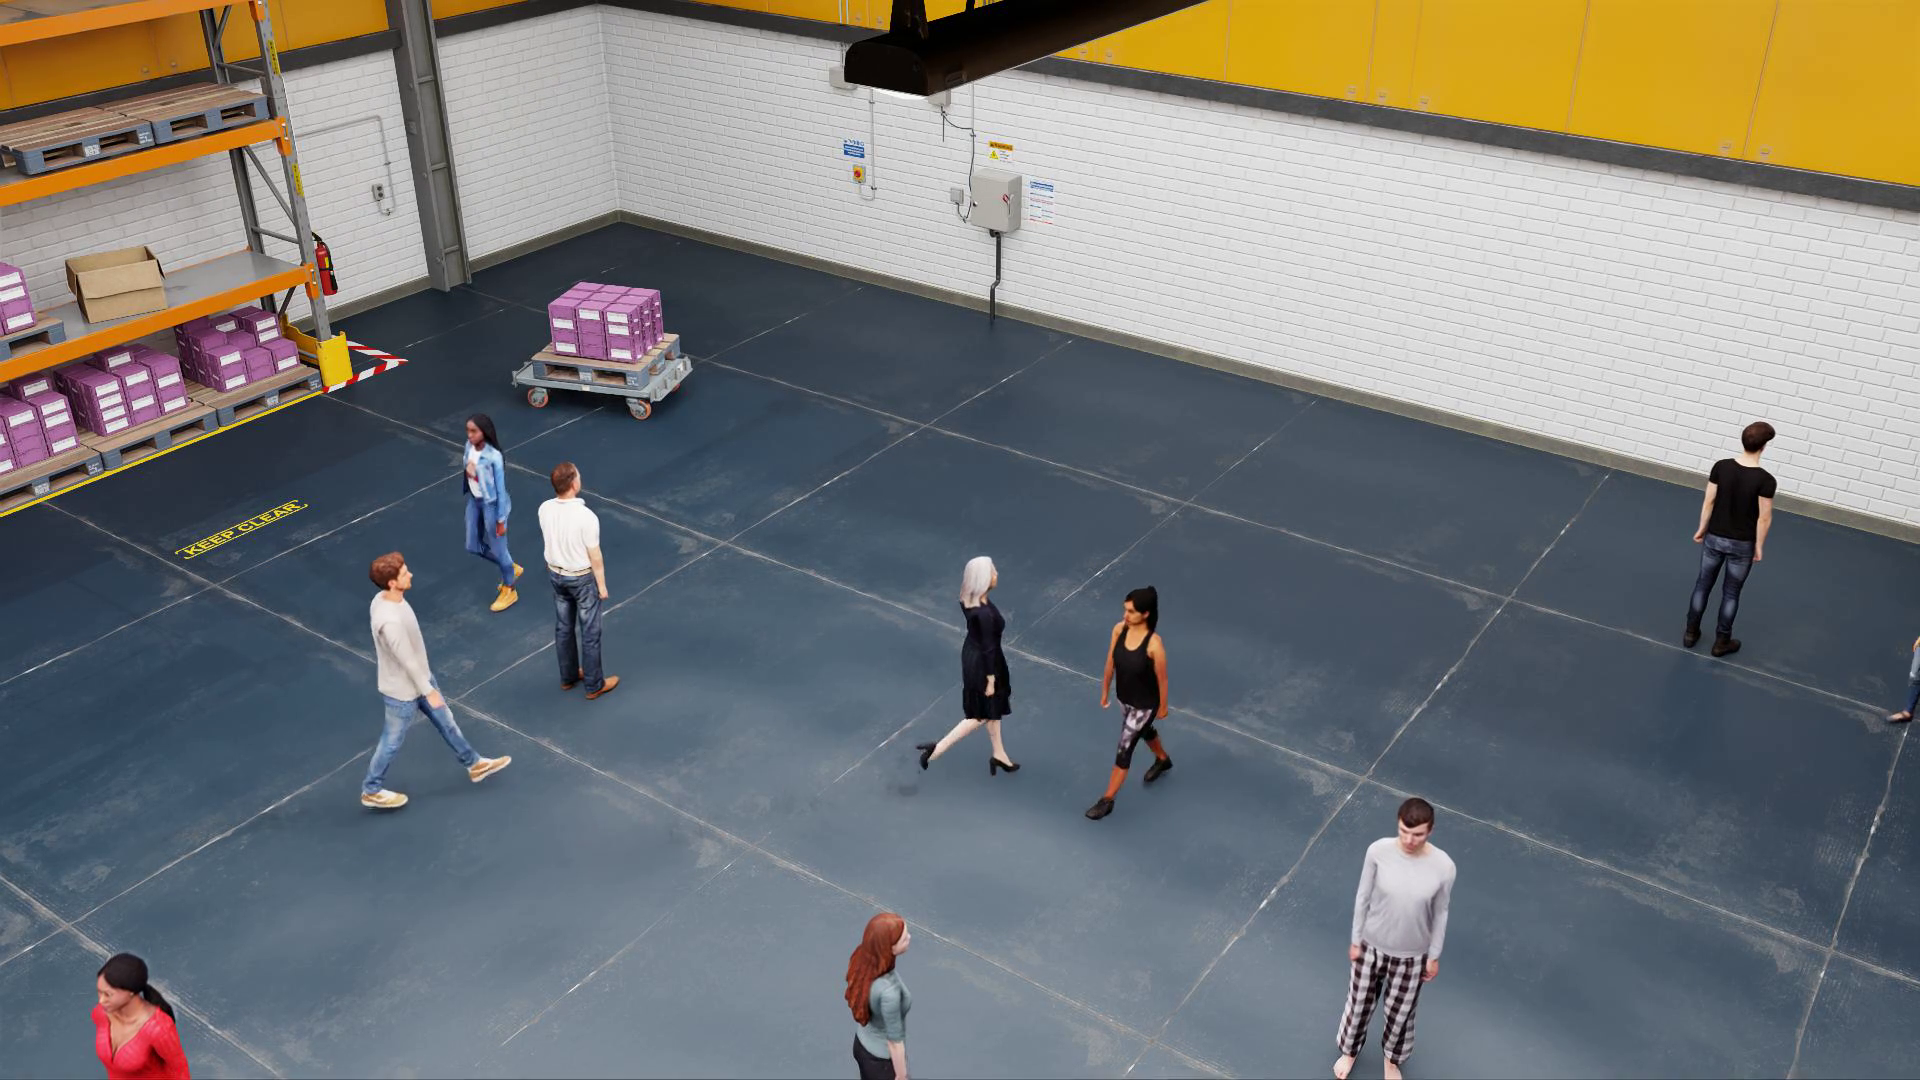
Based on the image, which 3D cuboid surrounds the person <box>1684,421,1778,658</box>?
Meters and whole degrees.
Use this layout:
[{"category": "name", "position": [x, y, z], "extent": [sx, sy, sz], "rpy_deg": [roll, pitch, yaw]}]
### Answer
[{"category": "person", "position": [5.854, -0.008, 12.645], "extent": [0.708, 1.896, 0.625], "rpy_deg": [26, 38, 38]}]

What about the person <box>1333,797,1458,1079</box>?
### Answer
[{"category": "person", "position": [2.299, 2.117, 8.800], "extent": [0.678, 1.847, 0.625], "rpy_deg": [11, 30, 19]}]

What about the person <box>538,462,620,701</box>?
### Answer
[{"category": "person", "position": [-2.827, 0.295, 12.137], "extent": [0.670, 1.850, 0.584], "rpy_deg": [15, 32, 26]}]

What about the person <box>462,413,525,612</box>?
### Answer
[{"category": "person", "position": [-3.687, -0.254, 13.303], "extent": [0.634, 1.698, 0.671], "rpy_deg": [21, 35, 33]}]

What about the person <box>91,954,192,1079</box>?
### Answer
[{"category": "person", "position": [-3.766, 2.661, 7.868], "extent": [0.688, 1.784, 0.687], "rpy_deg": [10, 30, 17]}]

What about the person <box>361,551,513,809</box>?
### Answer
[{"category": "person", "position": [-3.717, 0.982, 10.879], "extent": [1.276, 1.849, 1.178], "rpy_deg": [-6, 29, -12]}]

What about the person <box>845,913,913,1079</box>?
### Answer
[{"category": "person", "position": [-0.386, 2.524, 8.164], "extent": [0.676, 1.742, 0.652], "rpy_deg": [-12, 31, -20]}]

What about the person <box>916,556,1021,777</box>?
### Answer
[{"category": "person", "position": [0.079, 0.903, 11.155], "extent": [1.057, 1.723, 0.931], "rpy_deg": [-9, 30, -16]}]

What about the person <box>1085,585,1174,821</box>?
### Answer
[{"category": "person", "position": [1.229, 1.022, 11.050], "extent": [1.175, 1.614, 0.788], "rpy_deg": [-22, 36, -35]}]
